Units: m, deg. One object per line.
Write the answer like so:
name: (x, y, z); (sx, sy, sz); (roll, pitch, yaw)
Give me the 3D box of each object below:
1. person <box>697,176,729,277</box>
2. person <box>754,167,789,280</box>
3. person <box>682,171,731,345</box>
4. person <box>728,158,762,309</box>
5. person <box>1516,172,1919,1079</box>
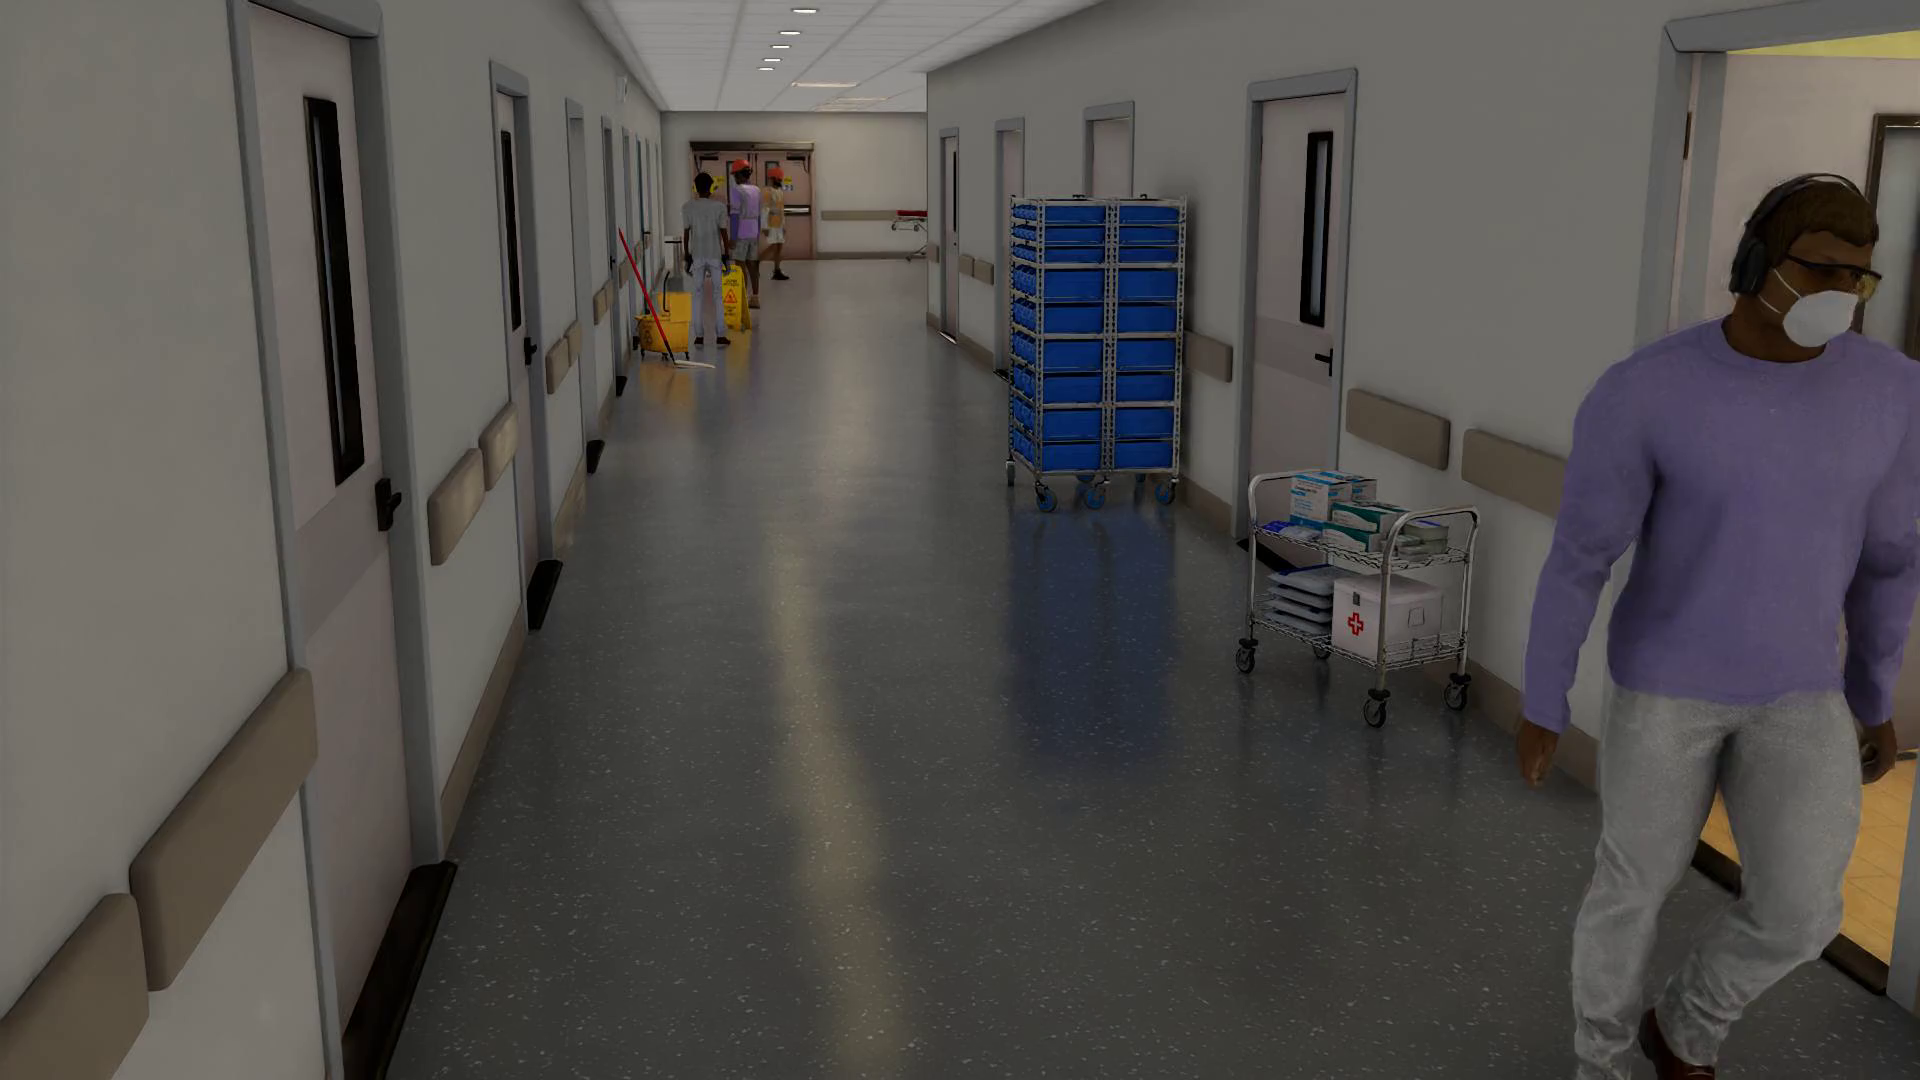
person: (-4.317, -5.479, 29.120); (0.554, 1.742, 0.622); (-3, 13, -14)
person: (-3.240, -5.385, 28.369); (0.631, 1.916, 0.544); (5, 14, 23)
person: (-2.744, -3.044, 18.048); (0.513, 1.872, 0.328); (0, 13, -1)
person: (-2.941, -4.147, 22.609); (0.409, 2.029, 0.612); (7, 14, 28)
person: (1.393, 0.301, 3.081); (0.736, 1.916, 0.466); (1, 13, 2)
